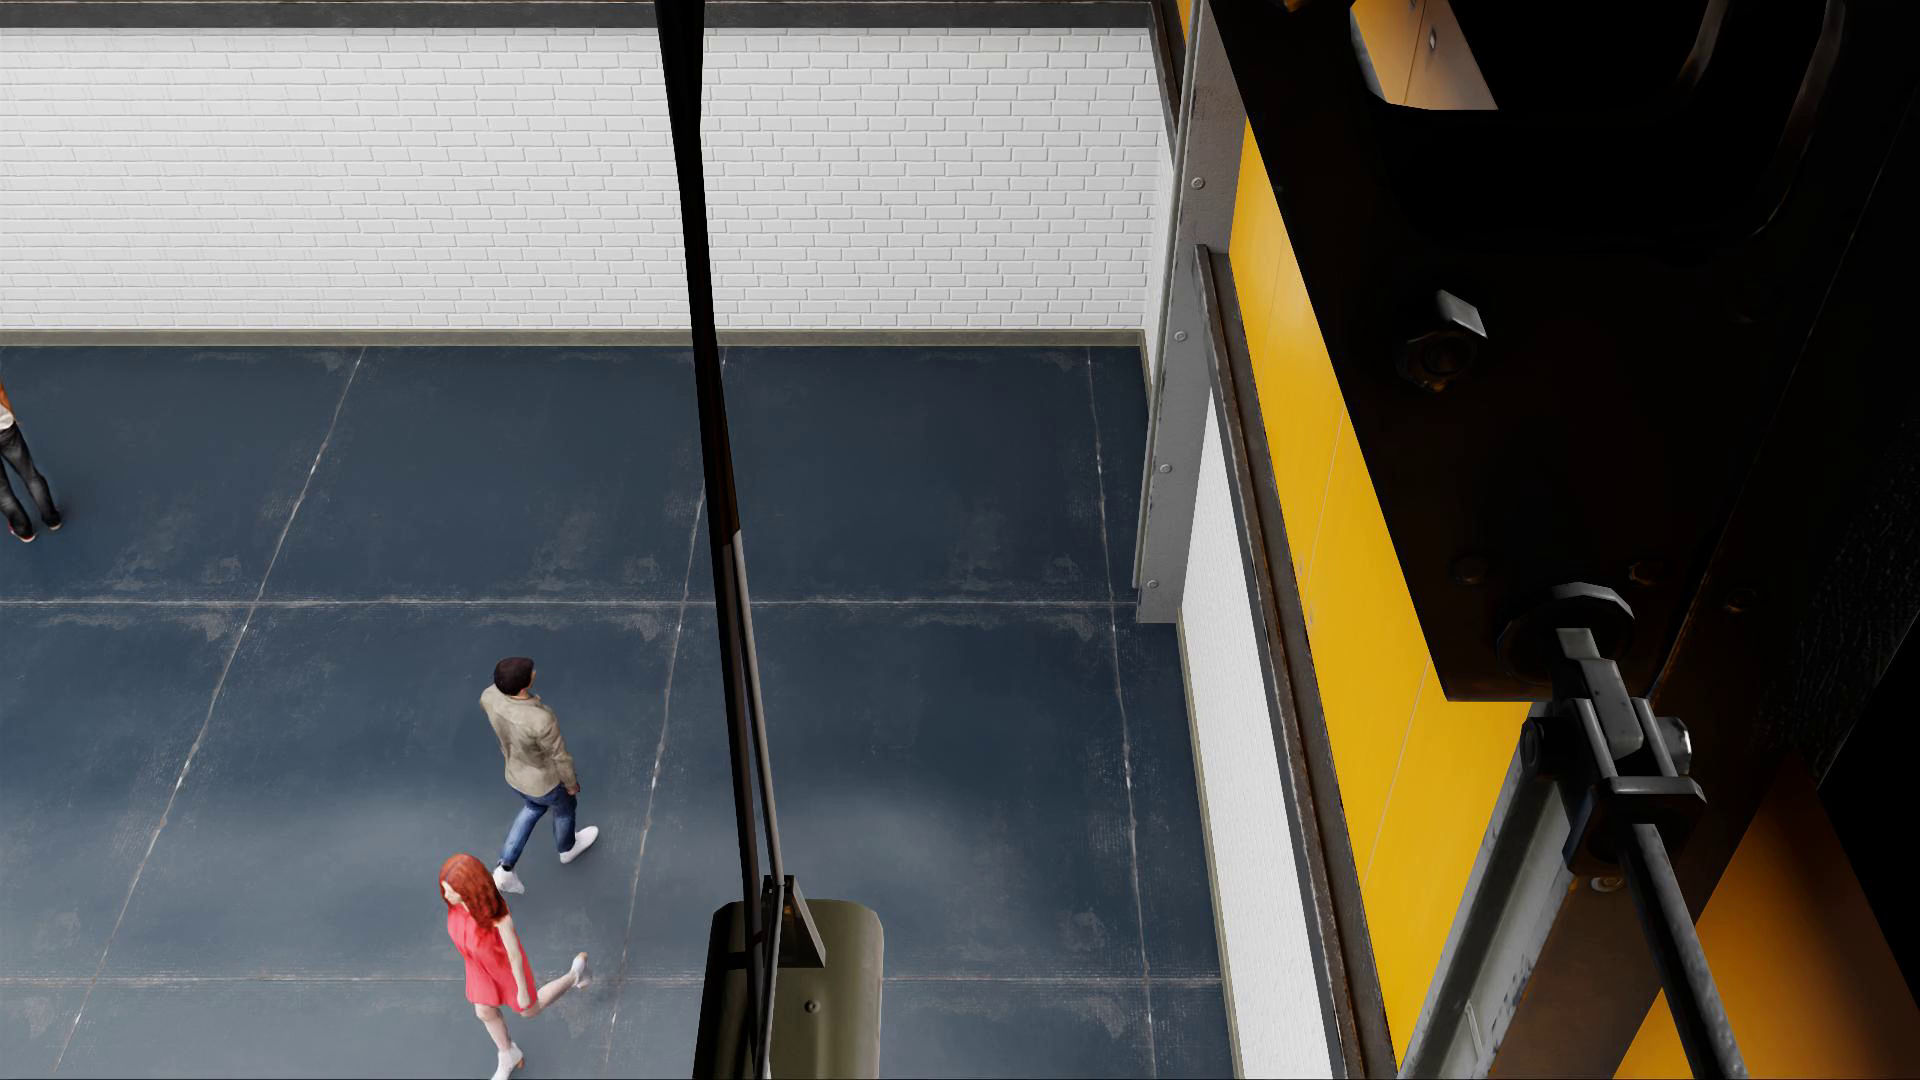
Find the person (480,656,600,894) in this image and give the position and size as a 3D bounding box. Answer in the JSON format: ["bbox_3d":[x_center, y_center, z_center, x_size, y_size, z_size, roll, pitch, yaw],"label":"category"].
[{"bbox_3d":[-2.439,1.365,9.350,1.006,1.836,1.140,22,48,22],"label":"person"}]

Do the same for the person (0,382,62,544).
[{"bbox_3d":[-6.787,-0.752,11.601,0.717,1.795,0.768,-32,52,-29],"label":"person"}]

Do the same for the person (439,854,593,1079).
[{"bbox_3d":[-2.295,2.141,8.556,0.913,1.806,1.113,22,48,21],"label":"person"}]
